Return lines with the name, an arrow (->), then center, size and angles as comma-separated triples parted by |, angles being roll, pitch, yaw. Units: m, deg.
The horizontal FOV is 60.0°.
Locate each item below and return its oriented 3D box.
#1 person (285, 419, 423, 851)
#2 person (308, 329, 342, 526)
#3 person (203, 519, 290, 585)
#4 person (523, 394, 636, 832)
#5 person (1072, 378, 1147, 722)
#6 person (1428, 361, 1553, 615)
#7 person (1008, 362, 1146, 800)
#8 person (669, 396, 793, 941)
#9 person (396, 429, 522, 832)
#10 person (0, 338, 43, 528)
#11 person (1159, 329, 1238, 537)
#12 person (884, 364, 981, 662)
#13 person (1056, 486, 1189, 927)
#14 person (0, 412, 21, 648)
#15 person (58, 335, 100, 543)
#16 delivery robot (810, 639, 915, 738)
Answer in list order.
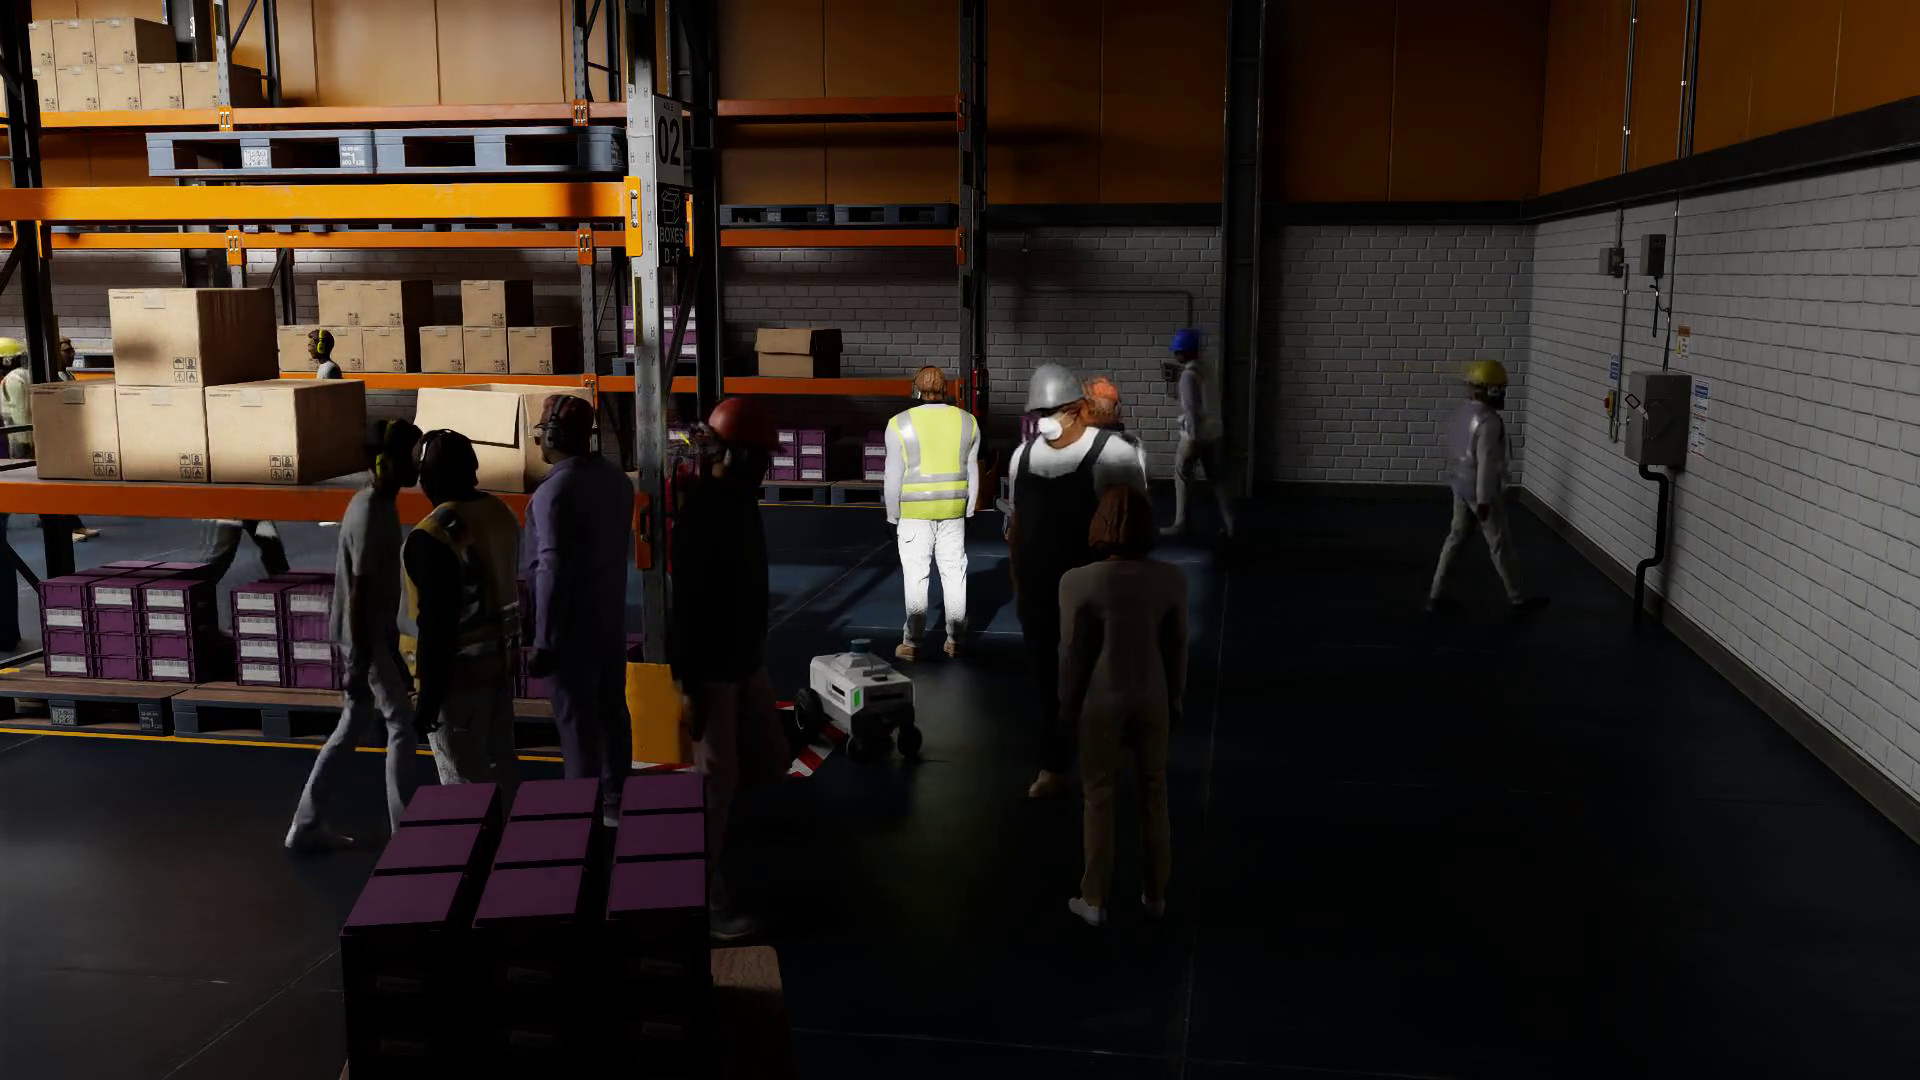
person -> -2.451, 0.421, 6.819 | 0.717, 1.849, 0.530 | -3, 10, -19
person -> -5.991, -1.062, 15.805 | 0.310, 1.868, 0.533 | -3, 10, -19
person -> -4.730, -0.273, 10.954 | 1.016, 1.872, 0.633 | -2, 9, -9
person -> -1.609, 0.348, 6.938 | 0.404, 1.911, 0.636 | 3, 10, 17
person -> 0.678, 0.084, 8.721 | 0.641, 1.854, 0.734 | -1, 9, -4
person -> 3.734, -0.358, 11.691 | 0.843, 1.788, 0.618 | -1, 9, -5
person -> 0.488, 0.175, 7.601 | 0.696, 2.000, 0.590 | 6, 11, 33
person -> -0.850, 0.463, 6.041 | 0.493, 1.969, 0.666 | 3, 9, 15
person -> -1.853, 0.506, 6.170 | 0.430, 1.841, 0.624 | 2, 9, 11
person -> -8.894, -0.981, 15.543 | 0.902, 1.783, 0.626 | -3, 10, -16
person -> 2.218, -0.956, 15.084 | 0.710, 1.908, 0.632 | 6, 11, 31
person -> -0.186, -0.164, 10.320 | 0.627, 1.844, 0.429 | -4, 10, -21
person -> 0.595, 0.614, 6.137 | 0.500, 1.633, 0.282 | -2, 9, -12
person -> -6.231, -0.214, 10.639 | 0.388, 1.838, 0.563 | -3, 10, -18
person -> -8.002, -0.902, 14.889 | 0.345, 1.847, 0.508 | -1, 9, -5
delivery robot -> -0.497, 0.743, 8.382 | 0.477, 0.478, 0.707 | -4, 10, -24
